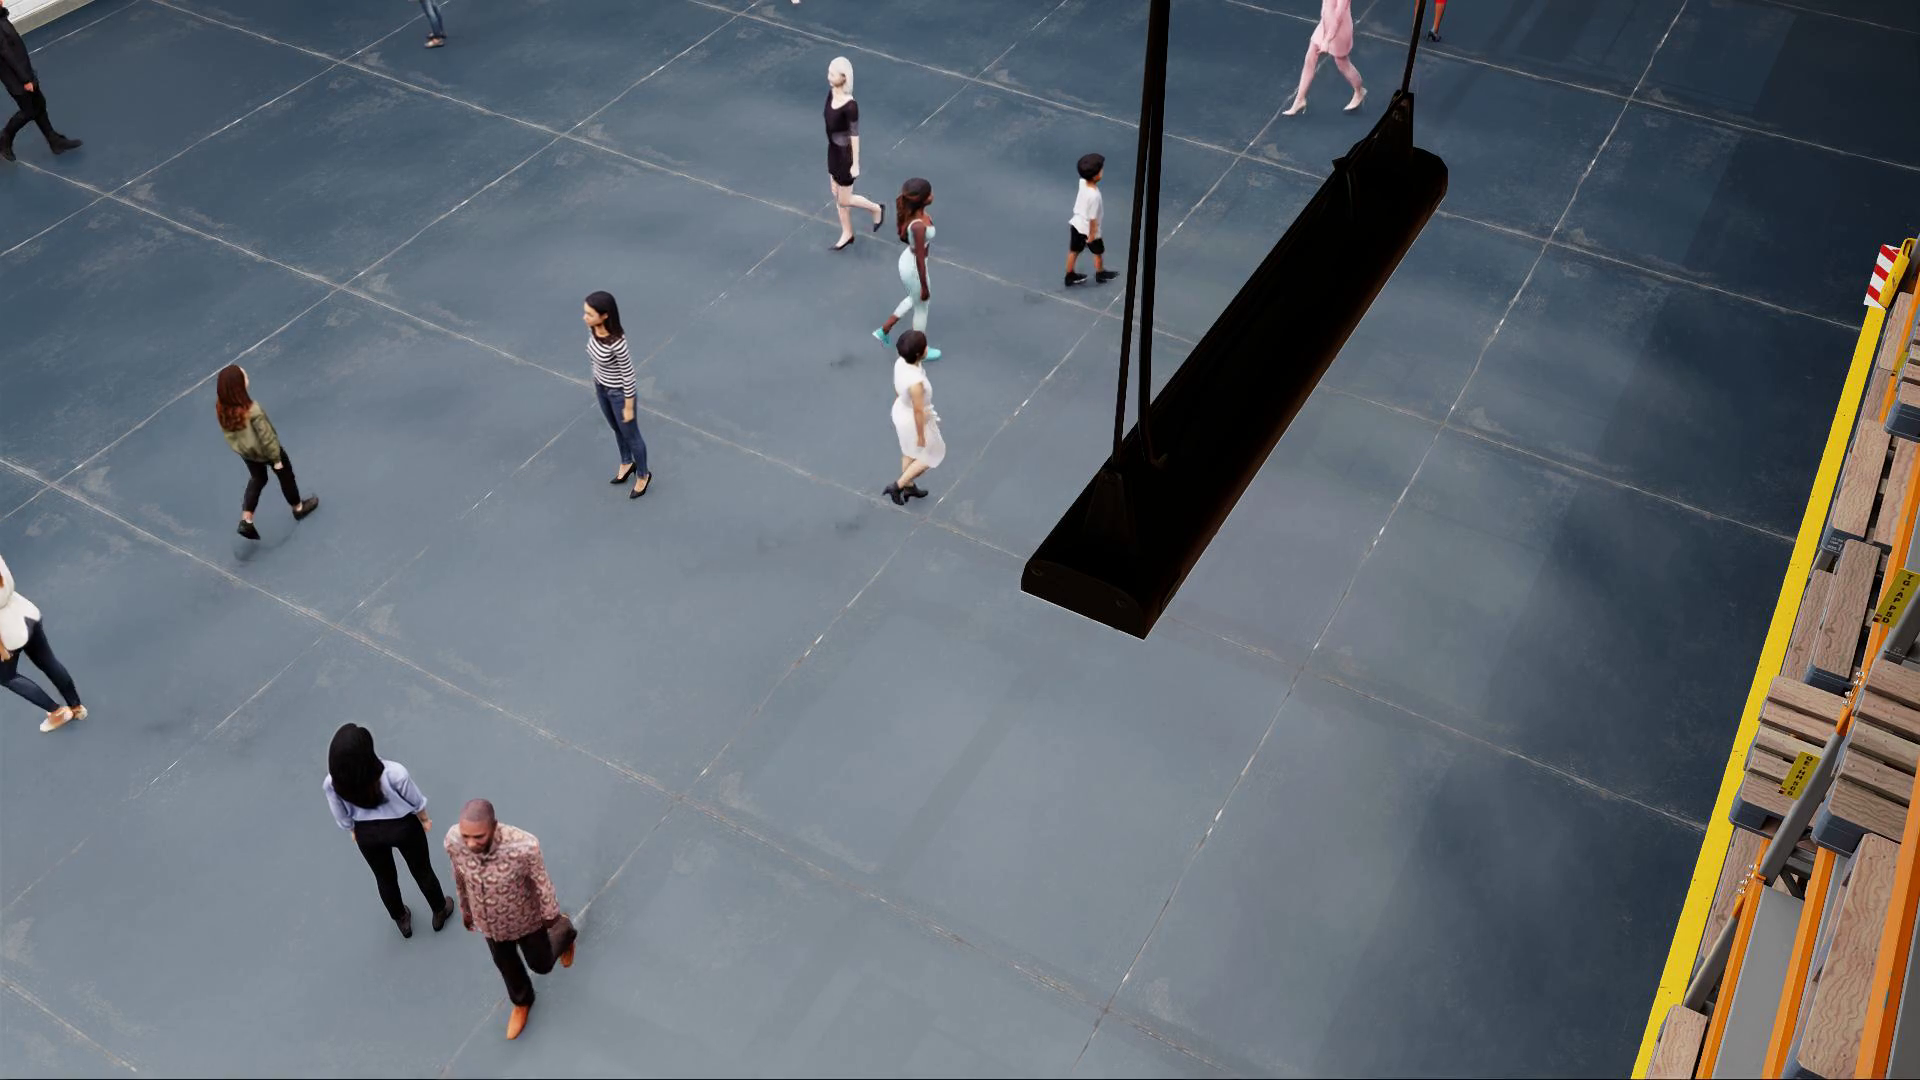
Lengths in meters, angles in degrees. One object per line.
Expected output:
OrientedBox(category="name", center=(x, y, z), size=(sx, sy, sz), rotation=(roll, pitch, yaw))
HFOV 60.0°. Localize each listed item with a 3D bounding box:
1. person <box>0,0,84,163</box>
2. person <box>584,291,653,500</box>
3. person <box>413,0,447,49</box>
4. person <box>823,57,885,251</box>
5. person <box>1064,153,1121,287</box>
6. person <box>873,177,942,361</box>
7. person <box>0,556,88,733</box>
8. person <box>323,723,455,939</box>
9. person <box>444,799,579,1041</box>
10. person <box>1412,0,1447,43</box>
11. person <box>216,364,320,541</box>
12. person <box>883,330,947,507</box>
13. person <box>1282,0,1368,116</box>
OrientedBox(category="person", center=(-8.878, -4.335, 15.495), size=(1.092, 1.765, 0.957), rotation=(-19, 47, -19))
OrientedBox(category="person", center=(-2.477, -1.052, 12.027), size=(0.607, 1.796, 0.647), rotation=(-30, 51, -28))
OrientedBox(category="person", center=(-5.580, -5.797, 17.360), size=(0.644, 1.310, 0.562), rotation=(1, 44, 1))
OrientedBox(category="person", center=(-0.930, -3.333, 14.405), size=(0.895, 1.817, 0.772), rotation=(-25, 49, -24))
OrientedBox(category="person", center=(1.023, -2.687, 14.146), size=(0.801, 1.241, 0.713), rotation=(-17, 46, -17))
OrientedBox(category="person", center=(-0.431, -2.122, 13.208), size=(0.896, 1.715, 0.843), rotation=(-9, 44, -9))
OrientedBox(category="person", center=(-5.812, 0.539, 10.372), size=(0.757, 1.776, 0.650), rotation=(2, 44, 3))
OrientedBox(category="person", center=(-3.185, 1.625, 9.254), size=(0.727, 1.744, 0.771), rotation=(-8, 44, -8))
OrientedBox(category="person", center=(-2.392, 1.914, 8.919), size=(0.886, 1.788, 1.026), rotation=(6, 44, 6))
OrientedBox(category="person", center=(4.993, -6.047, 17.308), size=(0.588, 1.743, 0.534), rotation=(26, 49, 25))
OrientedBox(category="person", center=(-5.030, -0.608, 11.805), size=(0.656, 1.459, 0.911), rotation=(17, 46, 17))
OrientedBox(category="person", center=(-0.403, -0.824, 11.973), size=(0.836, 1.541, 0.759), rotation=(-16, 46, -16))
OrientedBox(category="person", center=(3.723, -4.905, 16.099), size=(1.166, 1.757, 1.068), rotation=(-13, 45, -13))
